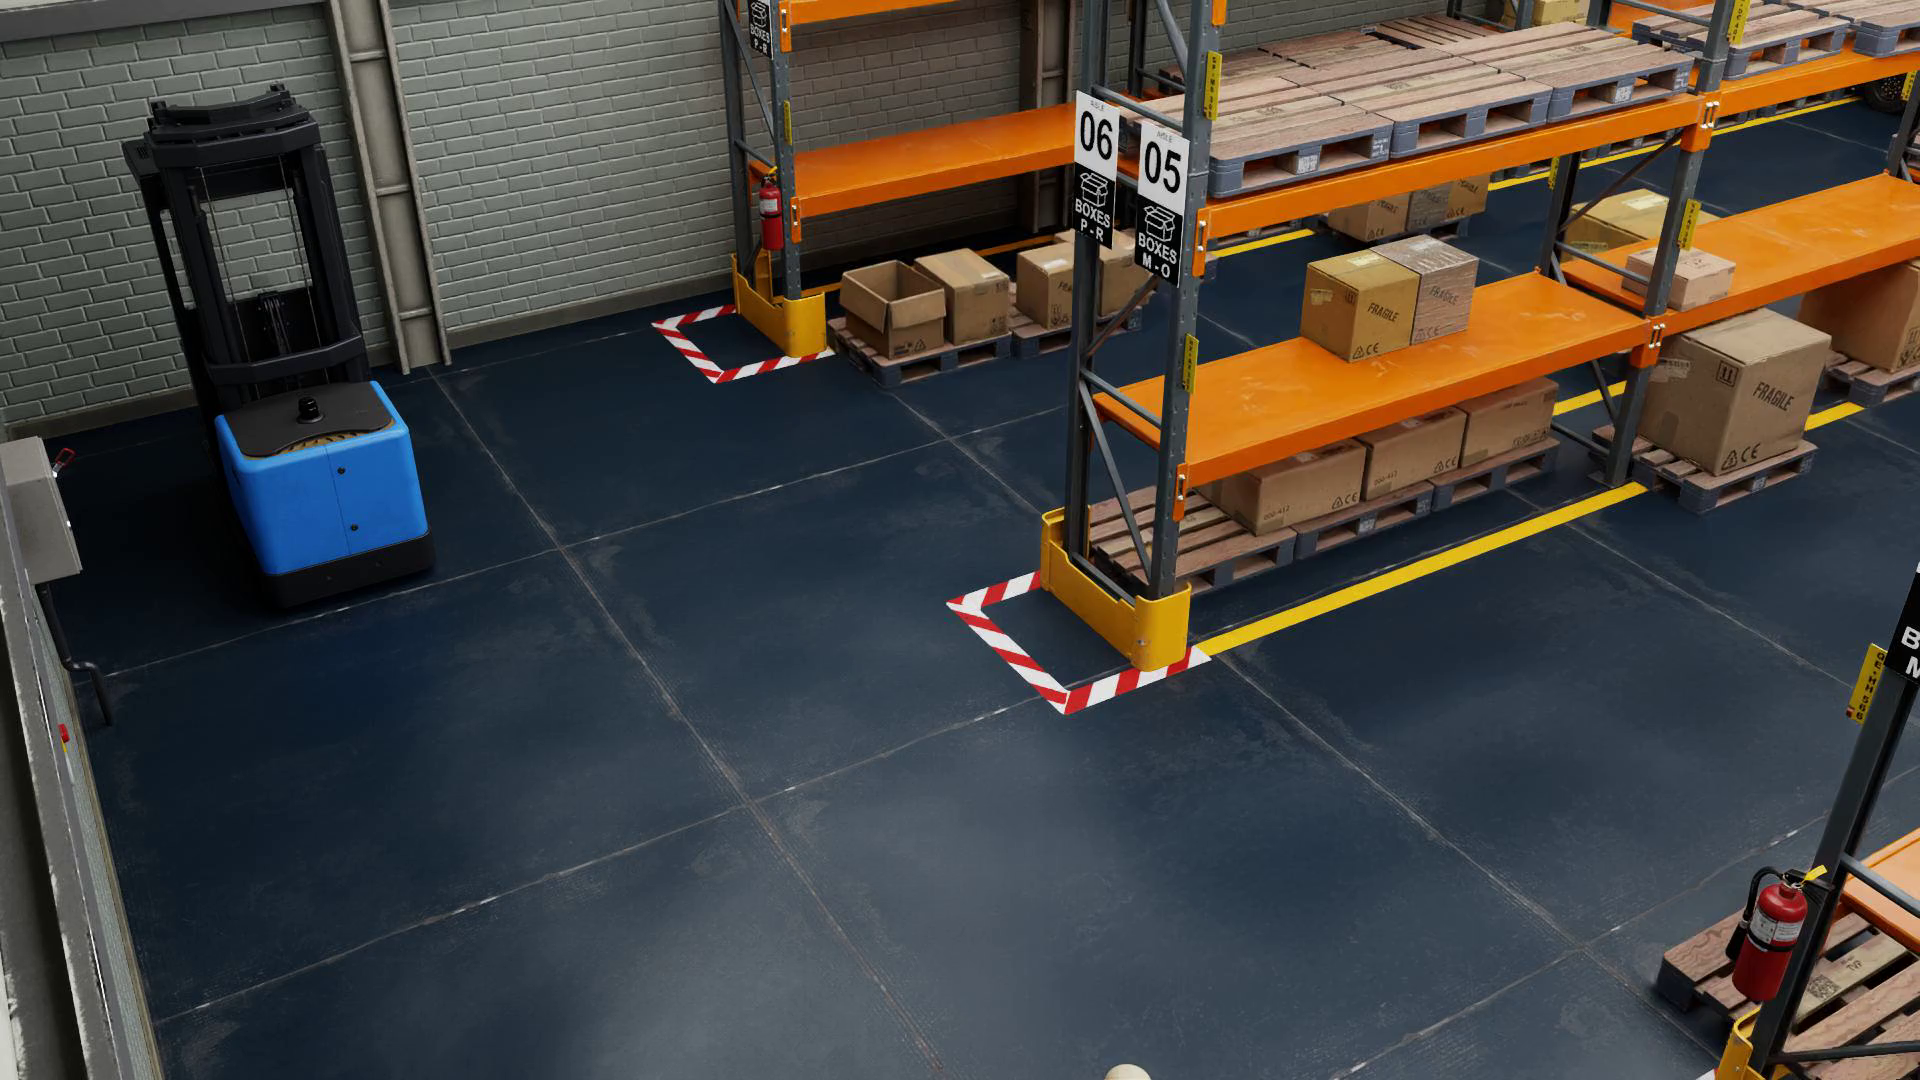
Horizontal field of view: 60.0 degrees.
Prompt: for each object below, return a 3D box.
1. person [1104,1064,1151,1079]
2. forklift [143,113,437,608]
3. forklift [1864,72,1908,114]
[{"bbox_3d":[0.518,2.399,5.608,0.599,1.799,0.391,-2,32,-3],"label":"person"},{"bbox_3d":[-4.289,-1.259,10.509,1.129,2.768,1.873,-17,36,-26],"label":"forklift"},{"bbox_3d":[11.468,-5.645,18.244,1.214,2.155,2.313,-17,36,-26],"label":"forklift"}]
